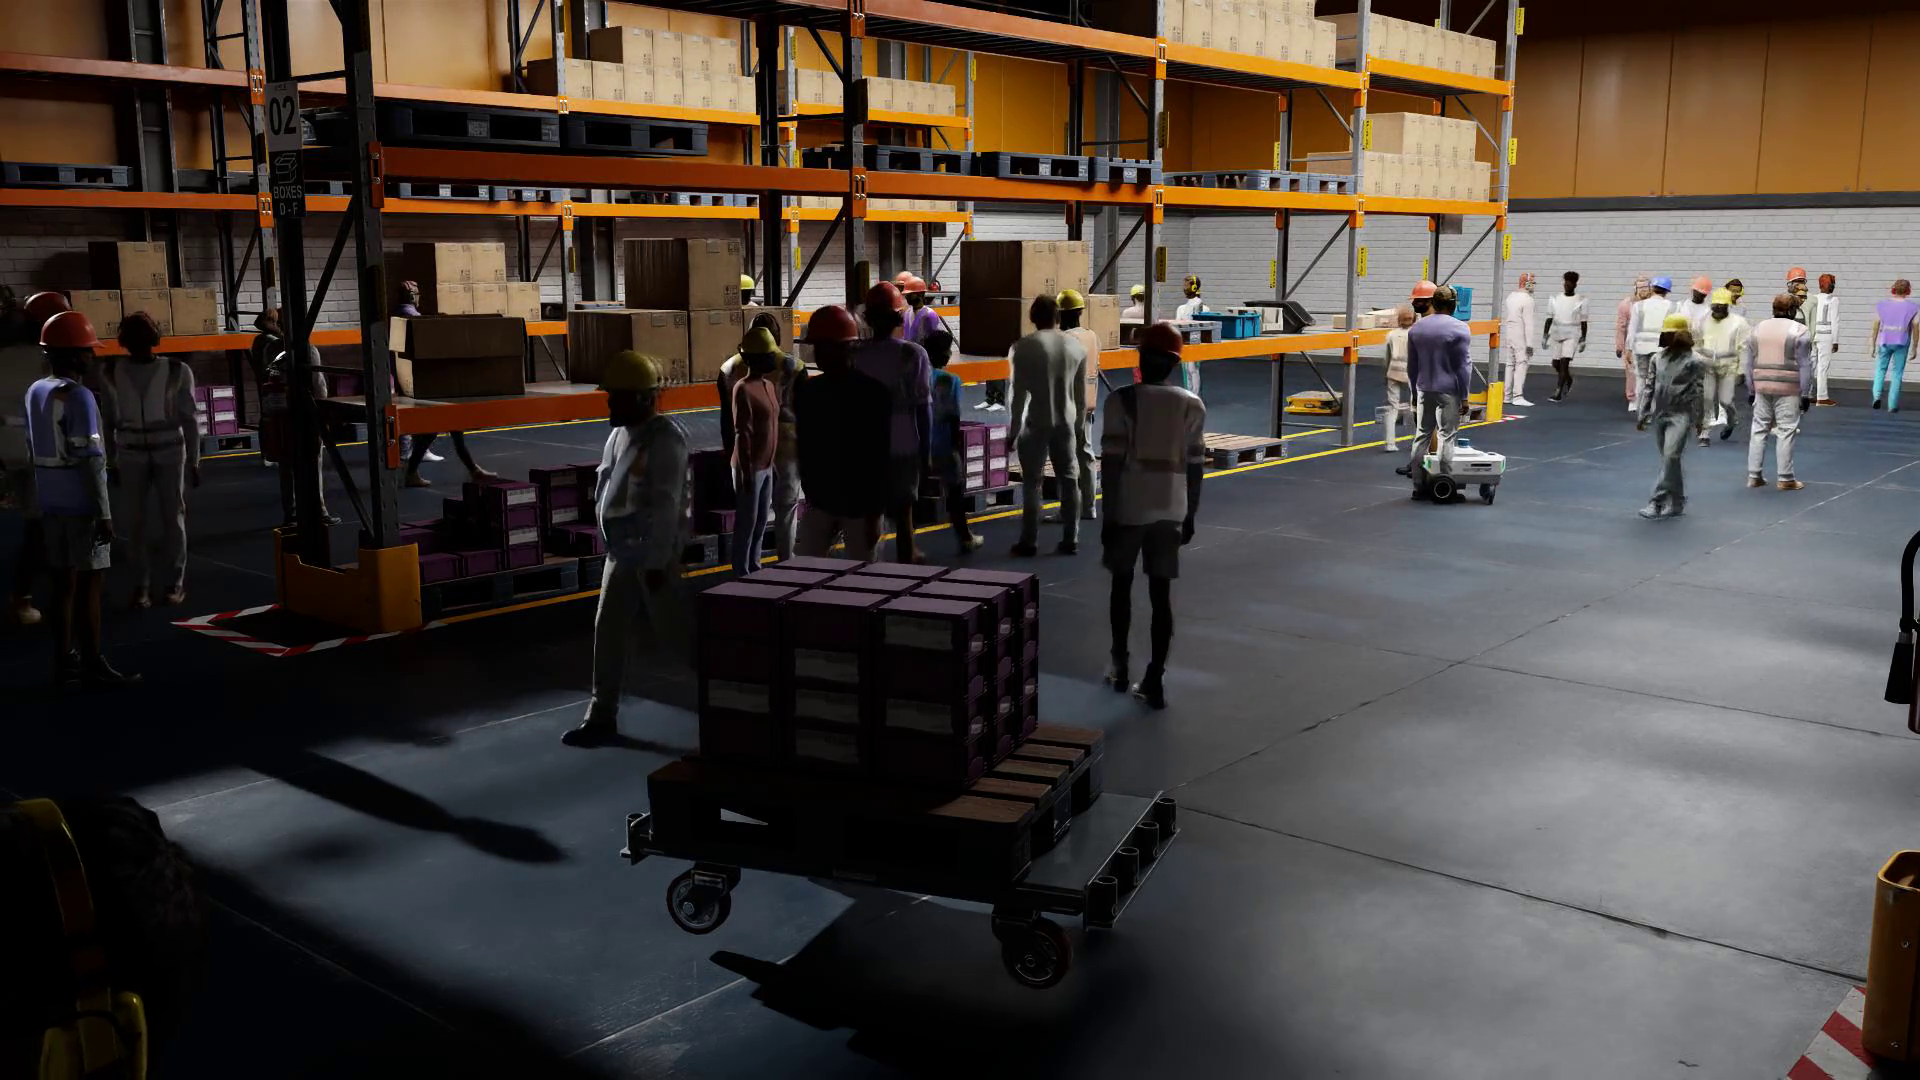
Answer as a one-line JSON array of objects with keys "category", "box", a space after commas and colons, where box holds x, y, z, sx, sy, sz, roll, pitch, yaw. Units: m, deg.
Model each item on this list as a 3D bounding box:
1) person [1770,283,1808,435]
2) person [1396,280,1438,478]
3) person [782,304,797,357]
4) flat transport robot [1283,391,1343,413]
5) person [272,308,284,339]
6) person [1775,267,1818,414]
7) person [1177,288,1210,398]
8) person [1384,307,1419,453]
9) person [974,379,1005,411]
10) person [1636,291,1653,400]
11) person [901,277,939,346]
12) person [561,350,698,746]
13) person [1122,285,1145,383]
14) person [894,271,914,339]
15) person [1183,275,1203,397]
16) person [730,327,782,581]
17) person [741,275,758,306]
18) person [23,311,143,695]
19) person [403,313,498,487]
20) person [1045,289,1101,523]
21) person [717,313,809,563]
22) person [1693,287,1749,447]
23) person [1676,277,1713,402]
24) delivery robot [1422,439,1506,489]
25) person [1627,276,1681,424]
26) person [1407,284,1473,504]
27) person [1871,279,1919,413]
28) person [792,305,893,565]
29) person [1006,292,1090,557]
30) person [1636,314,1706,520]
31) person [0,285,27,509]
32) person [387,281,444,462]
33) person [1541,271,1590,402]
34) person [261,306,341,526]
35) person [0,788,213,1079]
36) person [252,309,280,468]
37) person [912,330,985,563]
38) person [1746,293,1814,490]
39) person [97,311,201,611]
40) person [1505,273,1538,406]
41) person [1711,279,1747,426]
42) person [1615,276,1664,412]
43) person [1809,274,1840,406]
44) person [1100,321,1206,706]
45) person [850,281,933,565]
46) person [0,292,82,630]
[{"category": "person", "box": [10.030, -2.188, 20.137, 0.506, 1.840, 0.343, -6, 12, -31]}, {"category": "person", "box": [4.539, -1.571, 16.343, 0.356, 1.936, 0.552, -1, 10, -6]}, {"category": "person", "box": [-2.177, -2.016, 19.896, 0.832, 1.575, 0.522, -3, 10, -16]}, {"category": "flat transport robot", "box": [4.969, -1.911, 23.023, 0.652, 0.197, 1.431, 5, 11, 24]}, {"category": "person", "box": [-7.262, -1.689, 17.912, 0.493, 1.624, 0.281, 6, 12, 30]}, {"category": "person", "box": [11.309, -2.699, 22.603, 0.610, 1.996, 0.384, 0, 10, -3]}, {"category": "person", "box": [3.331, -2.819, 23.947, 0.537, 1.763, 0.365, 7, 12, 36]}, {"category": "person", "box": [4.975, -1.783, 18.484, 0.549, 1.595, 0.820, 9, 13, 41]}, {"category": "person", "box": [0.458, -2.757, 23.157, 0.371, 1.916, 0.597, -6, 11, -30]}, {"category": "person", "box": [10.060, -2.816, 24.304, 0.556, 1.619, 0.540, -5, 11, -26]}, {"category": "person", "box": [-0.486, -1.981, 18.683, 0.374, 1.935, 0.552, -8, 13, -39]}, {"category": "person", "box": [-1.412, 0.027, 7.639, 0.852, 1.804, 0.601, -8, 13, -39]}, {"category": "person", "box": [2.434, -2.705, 23.355, 0.525, 1.741, 0.735, -6, 12, -31]}, {"category": "person", "box": [-0.626, -2.275, 20.269, 0.659, 1.960, 0.910, 4, 11, 22]}, {"category": "person", "box": [3.241, -2.784, 23.435, 0.328, 1.877, 0.509, -1, 10, -8]}, {"category": "person", "box": [-1.263, -0.450, 10.450, 0.327, 1.769, 0.525, 3, 10, 14]}, {"category": "person", "box": [-2.619, -2.252, 20.305, 0.393, 1.932, 0.592, -5, 11, -24]}, {"category": "person", "box": [-4.479, -0.188, 8.474, 0.551, 1.935, 0.372, 7, 12, 34]}, {"category": "person", "box": [-4.897, -1.324, 15.762, 0.893, 1.647, 0.539, -4, 11, -23]}, {"category": "person", "box": [0.918, -1.096, 13.703, 0.392, 1.919, 0.589, 8, 13, 39]}, {"category": "person", "box": [-1.278, -0.582, 11.030, 0.618, 1.836, 0.430, 2, 10, 12]}, {"category": "person", "box": [8.668, -1.970, 18.961, 0.614, 1.819, 0.631, 8, 12, 37]}, {"category": "person", "box": [9.606, -2.504, 21.819, 0.608, 1.889, 0.704, 7, 12, 35]}, {"category": "delivery robot", "box": [4.477, -0.661, 14.833, 0.707, 0.478, 0.477, 0, 10, 0]}, {"category": "person", "box": [8.949, -2.451, 21.471, 0.630, 1.891, 0.943, 5, 11, 26]}, {"category": "person", "box": [4.252, -1.291, 14.746, 0.368, 1.939, 0.633, -8, 13, -39]}, {"category": "person", "box": [12.840, -2.659, 22.839, 0.564, 1.834, 0.460, 8, 13, 38]}, {"category": "person", "box": [-0.610, -0.161, 8.225, 0.616, 1.973, 0.614, 6, 12, 30]}, {"category": "person", "box": [0.649, -0.840, 12.186, 0.635, 1.937, 0.355, -4, 11, -22]}, {"category": "person", "box": [5.845, -1.009, 13.805, 0.848, 1.705, 0.506, -6, 11, -29]}, {"category": "person", "box": [-8.165, -1.222, 14.356, 0.632, 1.940, 0.372, 2, 10, 14]}, {"category": "person", "box": [-5.789, -1.776, 17.598, 0.637, 1.911, 0.406, 8, 13, 37]}, {"category": "person", "box": [8.986, -3.016, 24.616, 0.661, 1.924, 0.831, 9, 13, 41]}, {"category": "person", "box": [-5.321, -1.009, 13.434, 0.596, 1.837, 0.404, 4, 11, 24]}, {"category": "person", "box": [-0.647, 1.098, 1.341, 0.517, 1.873, 0.334, 9, 14, 43]}, {"category": "person", "box": [-7.095, -1.561, 17.158, 0.498, 1.630, 0.280, 8, 13, 39]}, {"category": "person", "box": [-0.139, -0.683, 12.035, 0.555, 1.651, 0.839, 7, 12, 35]}, {"category": "person", "box": [7.671, -1.378, 15.582, 0.473, 1.847, 0.635, -7, 12, -33]}, {"category": "person", "box": [-5.041, -0.483, 10.373, 0.590, 1.857, 0.631, -3, 10, -16]}, {"category": "person", "box": [8.071, -2.875, 23.885, 0.401, 1.904, 0.680, -1, 10, -8]}, {"category": "person", "box": [9.801, -2.392, 21.229, 0.515, 1.866, 0.333, -3, 10, -17]}, {"category": "person", "box": [9.429, -2.720, 23.065, 0.670, 1.877, 0.579, 2, 10, 10]}, {"category": "person", "box": [12.353, -2.861, 23.844, 0.354, 1.883, 0.572, -3, 11, -19]}, {"category": "person", "box": [0.962, -0.145, 8.358, 0.569, 1.882, 0.729, -1, 10, -8]}, {"category": "person", "box": [-0.462, -0.591, 10.453, 0.608, 2.048, 0.364, 2, 10, 13]}, {"category": "person", "box": [-5.516, -0.496, 10.096, 0.660, 1.986, 0.949, 2, 10, 10]}]
